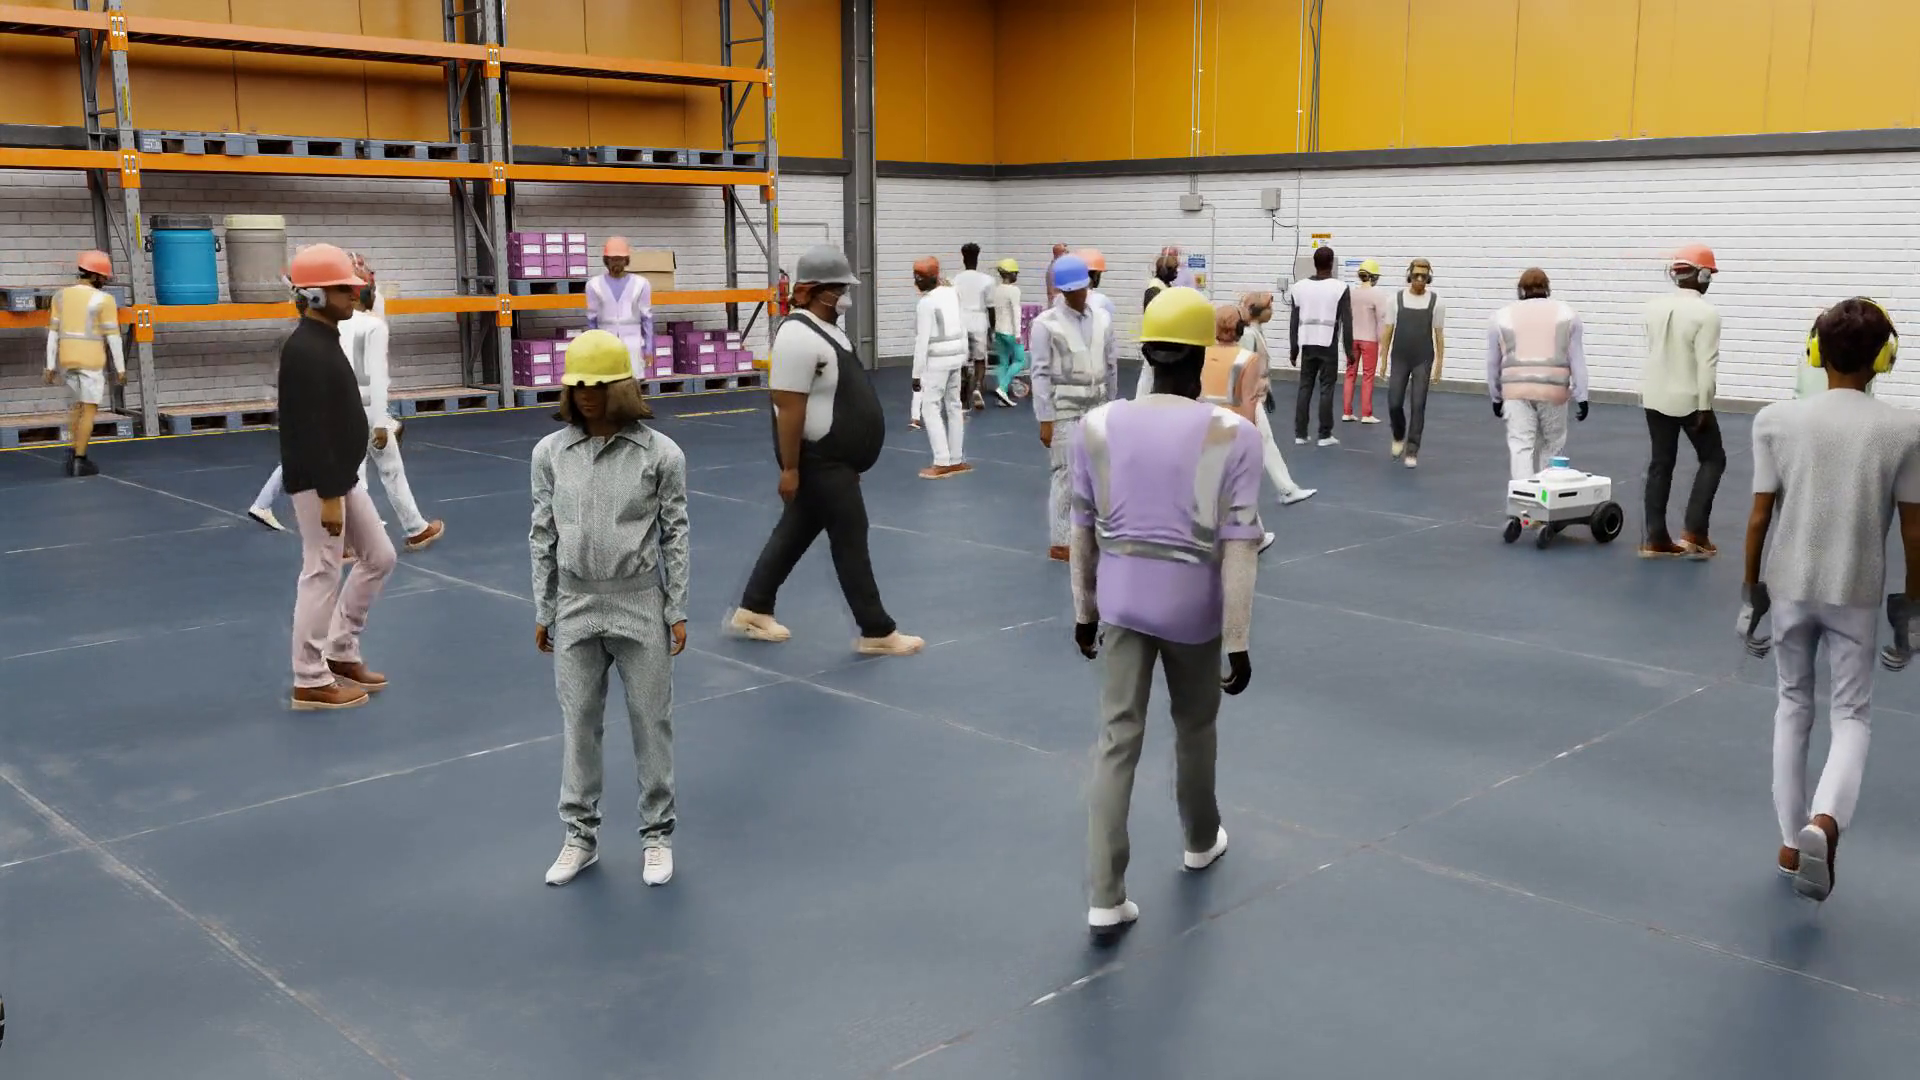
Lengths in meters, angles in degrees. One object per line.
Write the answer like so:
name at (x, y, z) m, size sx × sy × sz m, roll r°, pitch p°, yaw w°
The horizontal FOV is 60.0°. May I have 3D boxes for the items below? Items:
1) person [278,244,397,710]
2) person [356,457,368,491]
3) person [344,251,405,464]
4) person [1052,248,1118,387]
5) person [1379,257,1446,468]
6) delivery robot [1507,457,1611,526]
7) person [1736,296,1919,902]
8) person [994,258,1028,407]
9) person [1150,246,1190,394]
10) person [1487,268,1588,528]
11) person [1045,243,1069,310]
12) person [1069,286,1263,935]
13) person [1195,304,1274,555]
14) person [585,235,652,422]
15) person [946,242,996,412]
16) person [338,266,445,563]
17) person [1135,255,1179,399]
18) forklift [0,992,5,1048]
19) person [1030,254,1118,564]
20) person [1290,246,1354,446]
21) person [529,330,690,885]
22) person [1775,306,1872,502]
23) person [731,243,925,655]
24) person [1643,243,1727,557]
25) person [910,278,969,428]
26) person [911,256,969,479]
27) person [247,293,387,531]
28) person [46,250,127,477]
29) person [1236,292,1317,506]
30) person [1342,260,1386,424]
person at (-2.659, -0.252, 7.066) m, size 0.539 × 1.978 × 0.647 m, roll -2°, pitch 11°, yaw -13°
person at (-4.886, -1.304, 12.988) m, size 0.589 × 1.918 × 0.390 m, roll 8°, pitch 13°, yaw 36°
person at (-5.271, -1.604, 14.707) m, size 0.663 × 1.888 × 0.674 m, roll 10°, pitch 15°, yaw 44°
person at (1.019, -1.366, 13.325) m, size 0.562 × 1.917 × 0.443 m, roll 9°, pitch 13°, yaw 39°
person at (3.953, -1.547, 14.543) m, size 0.547 × 1.831 × 0.464 m, roll 3°, pitch 11°, yaw 15°
delivery robot at (3.962, -0.303, 10.996) m, size 0.707 × 0.478 × 0.477 m, roll -6°, pitch 12°, yaw -31°
person at (2.637, 0.189, 5.064) m, size 0.508 × 1.850 × 0.673 m, roll 6°, pitch 12°, yaw 32°
person at (0.572, -2.427, 19.551) m, size 0.364 × 1.748 × 0.552 m, roll -7°, pitch 13°, yaw -34°
person at (2.735, -2.777, 21.096) m, size 0.619 × 1.894 × 0.650 m, roll 6°, pitch 12°, yaw 31°
person at (4.065, -1.006, 11.724) m, size 0.686 × 1.786 × 0.922 m, roll 4°, pitch 11°, yaw 20°
person at (1.435, -3.247, 23.605) m, size 0.408 × 1.913 × 0.642 m, roll -2°, pitch 11°, yaw -13°
person at (0.601, 0.190, 4.970) m, size 0.601 × 1.880 × 0.974 m, roll 5°, pitch 11°, yaw 23°
person at (1.629, -0.641, 10.247) m, size 0.524 × 1.593 × 0.843 m, roll 8°, pitch 13°, yaw 37°
person at (-3.185, -1.831, 15.590) m, size 0.608 × 2.028 × 0.547 m, roll -1°, pitch 10°, yaw -8°
person at (0.110, -2.399, 18.886) m, size 0.601 × 1.948 × 0.536 m, roll 0°, pitch 10°, yaw 2°
person at (-3.716, -0.788, 10.409) m, size 0.603 × 1.828 × 0.972 m, roll 5°, pitch 12°, yaw 27°
person at (2.288, -2.174, 18.068) m, size 0.893 × 1.801 × 0.625 m, roll 3°, pitch 11°, yaw 16°
forklift at (-3.245, 0.323, 3.363) m, size 2.313 × 2.155 × 1.214 m, roll 2°, pitch 11°, yaw 13°
person at (0.760, -0.776, 10.172) m, size 0.737 × 1.915 × 0.491 m, roll -8°, pitch 13°, yaw -36°
person at (3.467, -1.859, 16.019) m, size 0.611 × 1.917 × 0.407 m, roll 8°, pitch 13°, yaw 36°
person at (-1.084, 0.222, 5.148) m, size 0.493 × 1.740 × 0.325 m, roll 0°, pitch 10°, yaw 2°
person at (4.949, -0.531, 9.563) m, size 0.346 × 1.618 × 0.533 m, roll -4°, pitch 11°, yaw -22°
person at (-0.703, -0.467, 8.091) m, size 1.002 × 2.000 × 0.690 m, roll 1°, pitch 10°, yaw 7°
person at (4.540, -0.862, 10.433) m, size 0.529 × 1.966 × 0.618 m, roll -5°, pitch 12°, yaw -25°
person at (-0.244, -1.976, 17.596) m, size 0.501 × 1.584 × 0.899 m, roll 7°, pitch 12°, yaw 33°
person at (-0.134, -1.445, 13.969) m, size 0.348 × 1.854 × 0.697 m, roll 7°, pitch 13°, yaw 35°
person at (-4.472, -0.913, 11.366) m, size 0.860 × 1.733 × 0.525 m, roll -5°, pitch 12°, yaw -27°
person at (-7.376, -1.487, 14.051) m, size 0.558 × 1.889 × 0.601 m, roll 2°, pitch 11°, yaw 12°
person at (2.259, -1.040, 12.399) m, size 0.835 × 1.591 × 0.544 m, roll 3°, pitch 11°, yaw 14°
person at (4.369, -2.133, 17.947) m, size 0.337 × 1.761 × 0.534 m, roll -9°, pitch 14°, yaw -41°
